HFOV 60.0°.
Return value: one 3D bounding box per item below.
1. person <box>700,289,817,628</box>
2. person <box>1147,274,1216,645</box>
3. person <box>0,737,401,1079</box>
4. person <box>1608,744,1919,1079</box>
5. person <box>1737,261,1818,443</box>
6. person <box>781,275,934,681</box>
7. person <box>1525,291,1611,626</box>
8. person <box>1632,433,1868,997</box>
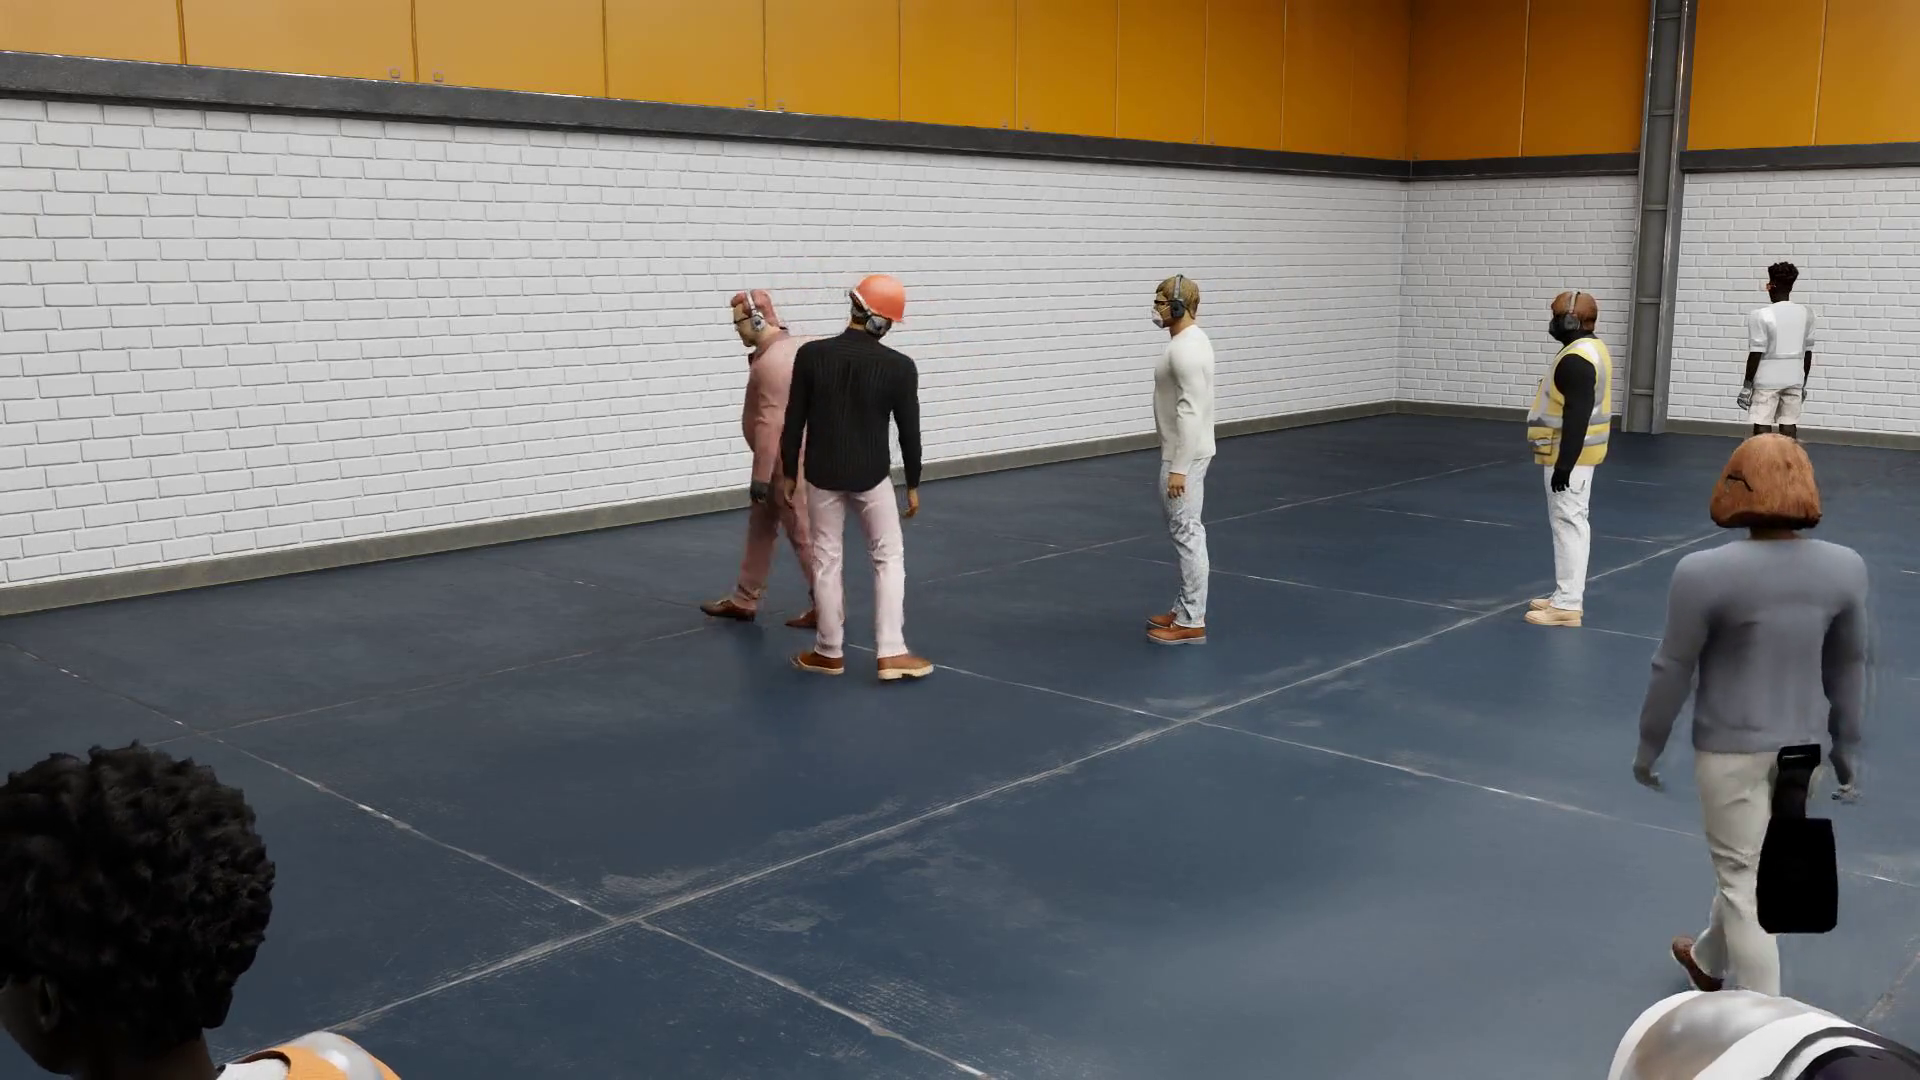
[{"bbox_3d":[-1.061,-0.414,8.999,0.899,1.850,0.714,-1,10,-3],"label":"person"},{"bbox_3d":[1.167,-0.418,8.750,0.354,1.938,0.634,1,10,8],"label":"person"},{"bbox_3d":[-0.625,1.000,1.401,0.319,1.690,0.539,3,10,14],"label":"person"},{"bbox_3d":[0.518,0.964,1.040,0.355,1.883,0.573,-2,10,-13],"label":"person"},{"bbox_3d":[6.656,-1.281,13.582,0.602,1.967,0.366,-2,10,-11],"label":"person"},{"bbox_3d":[-0.485,-0.278,7.943,0.745,1.947,0.504,0,10,0],"label":"person"},{"bbox_3d":[3.352,-0.448,9.197,0.429,1.842,0.636,5,11,25],"label":"person"},{"bbox_3d":[2.000,0.517,4.345,0.523,1.600,0.752,-1,10,-8],"label":"person"}]
